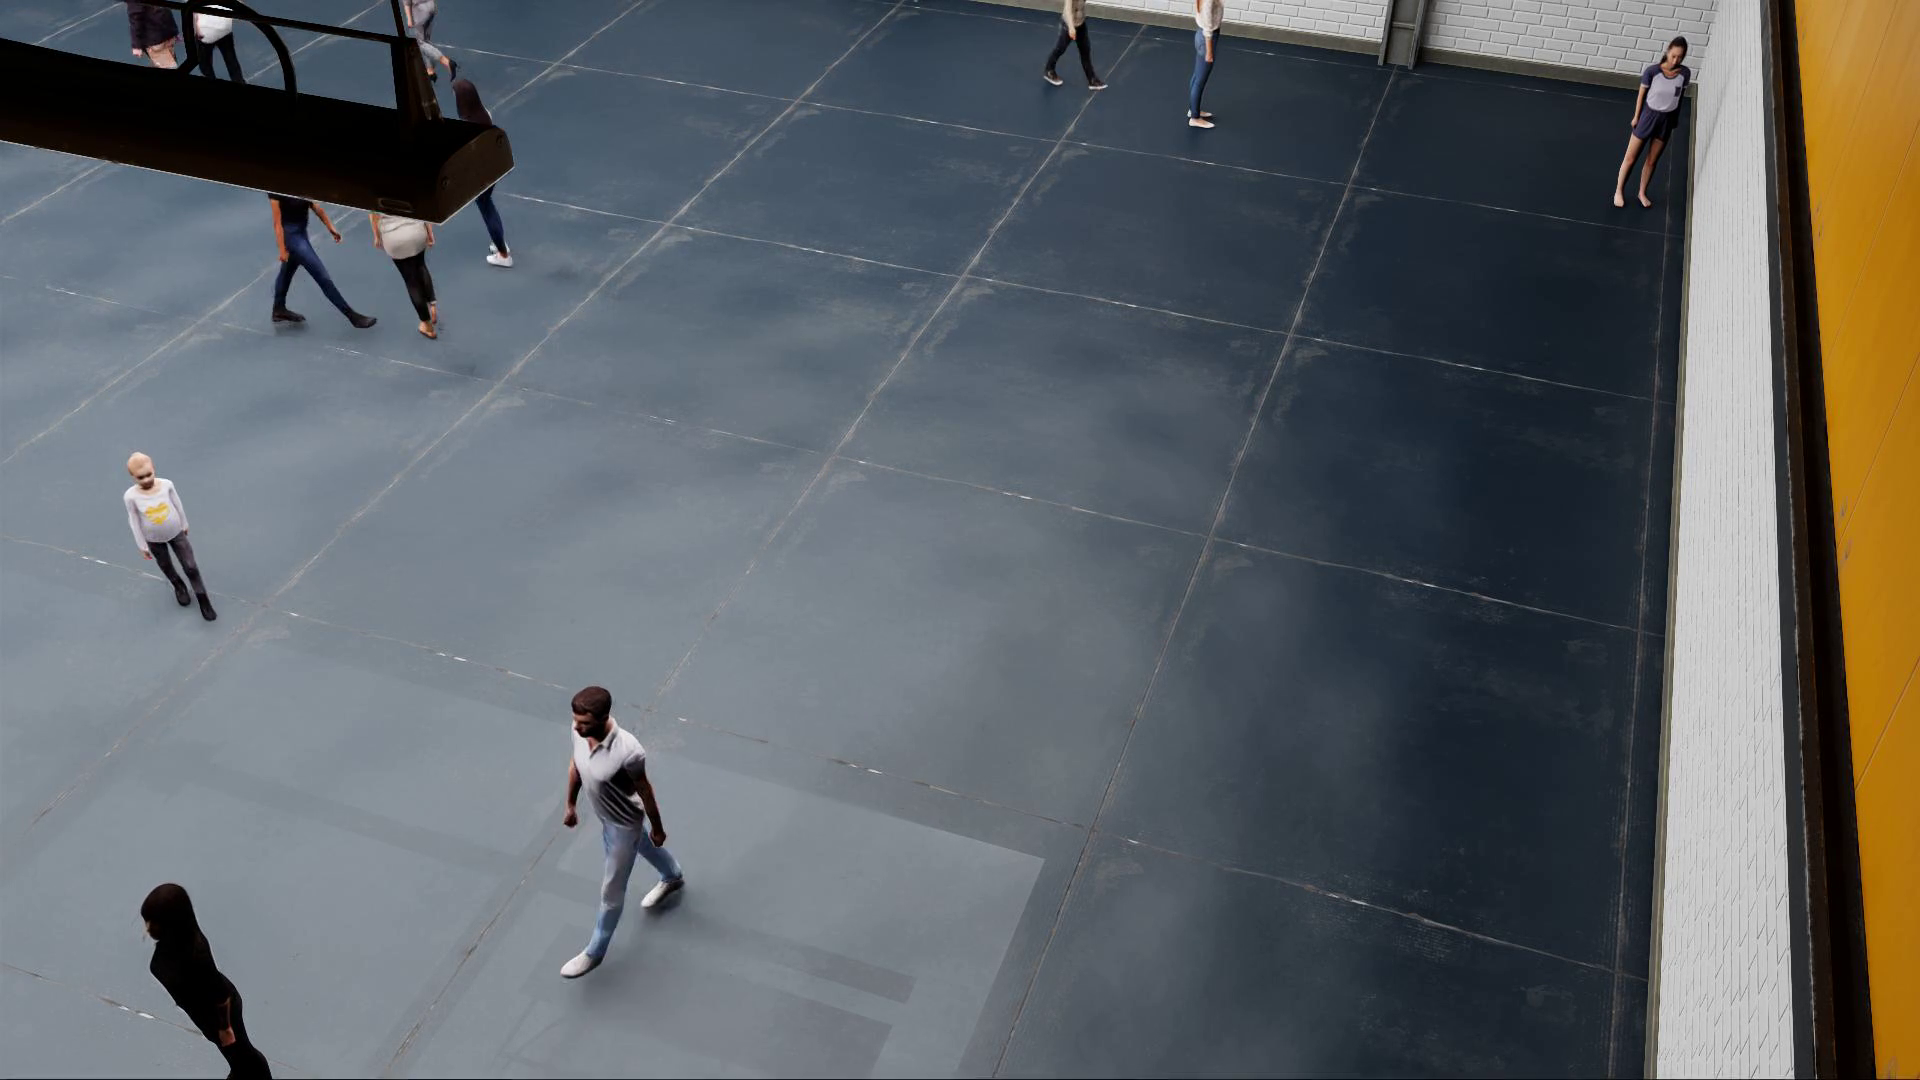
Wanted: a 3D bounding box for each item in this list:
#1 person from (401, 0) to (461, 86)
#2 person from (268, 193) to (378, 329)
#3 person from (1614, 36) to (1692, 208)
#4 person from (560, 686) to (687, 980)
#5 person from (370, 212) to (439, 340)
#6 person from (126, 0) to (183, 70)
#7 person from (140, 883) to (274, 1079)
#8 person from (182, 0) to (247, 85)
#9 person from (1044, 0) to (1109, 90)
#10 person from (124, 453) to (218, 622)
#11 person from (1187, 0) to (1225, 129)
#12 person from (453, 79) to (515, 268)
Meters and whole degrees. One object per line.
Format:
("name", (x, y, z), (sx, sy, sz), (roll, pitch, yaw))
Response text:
("person", (-5.735, -5.650, 17.880), (0.816, 1.659, 0.618), (12, 40, 15))
("person", (-5.621, -2.485, 13.906), (1.242, 1.673, 0.761), (4, 39, 5))
("person", (6.576, -3.964, 15.774), (0.571, 1.652, 0.717), (0, 39, 0))
("person", (-1.757, 1.425, 8.910), (1.203, 1.797, 1.029), (29, 47, 31))
("person", (-4.552, -2.453, 13.759), (0.730, 1.807, 0.776), (-24, 44, -27))
("person", (-8.265, -5.073, 16.980), (1.065, 1.880, 0.921), (5, 39, 6))
("person", (-3.619, 2.229, 8.029), (0.522, 1.640, 0.680), (24, 44, 27))
("person", (-7.939, -5.497, 17.685), (0.926, 1.663, 0.783), (22, 44, 25))
("person", (1.156, -5.579, 17.976), (1.075, 1.428, 0.774), (27, 46, 30))
("person", (-5.387, -0.068, 11.212), (0.788, 1.257, 0.892), (-20, 43, -23))
("person", (2.534, -5.148, 17.196), (0.601, 1.728, 0.630), (2, 39, 3))
("person", (-4.163, -3.222, 14.758), (0.627, 1.761, 0.641), (18, 42, 22))
